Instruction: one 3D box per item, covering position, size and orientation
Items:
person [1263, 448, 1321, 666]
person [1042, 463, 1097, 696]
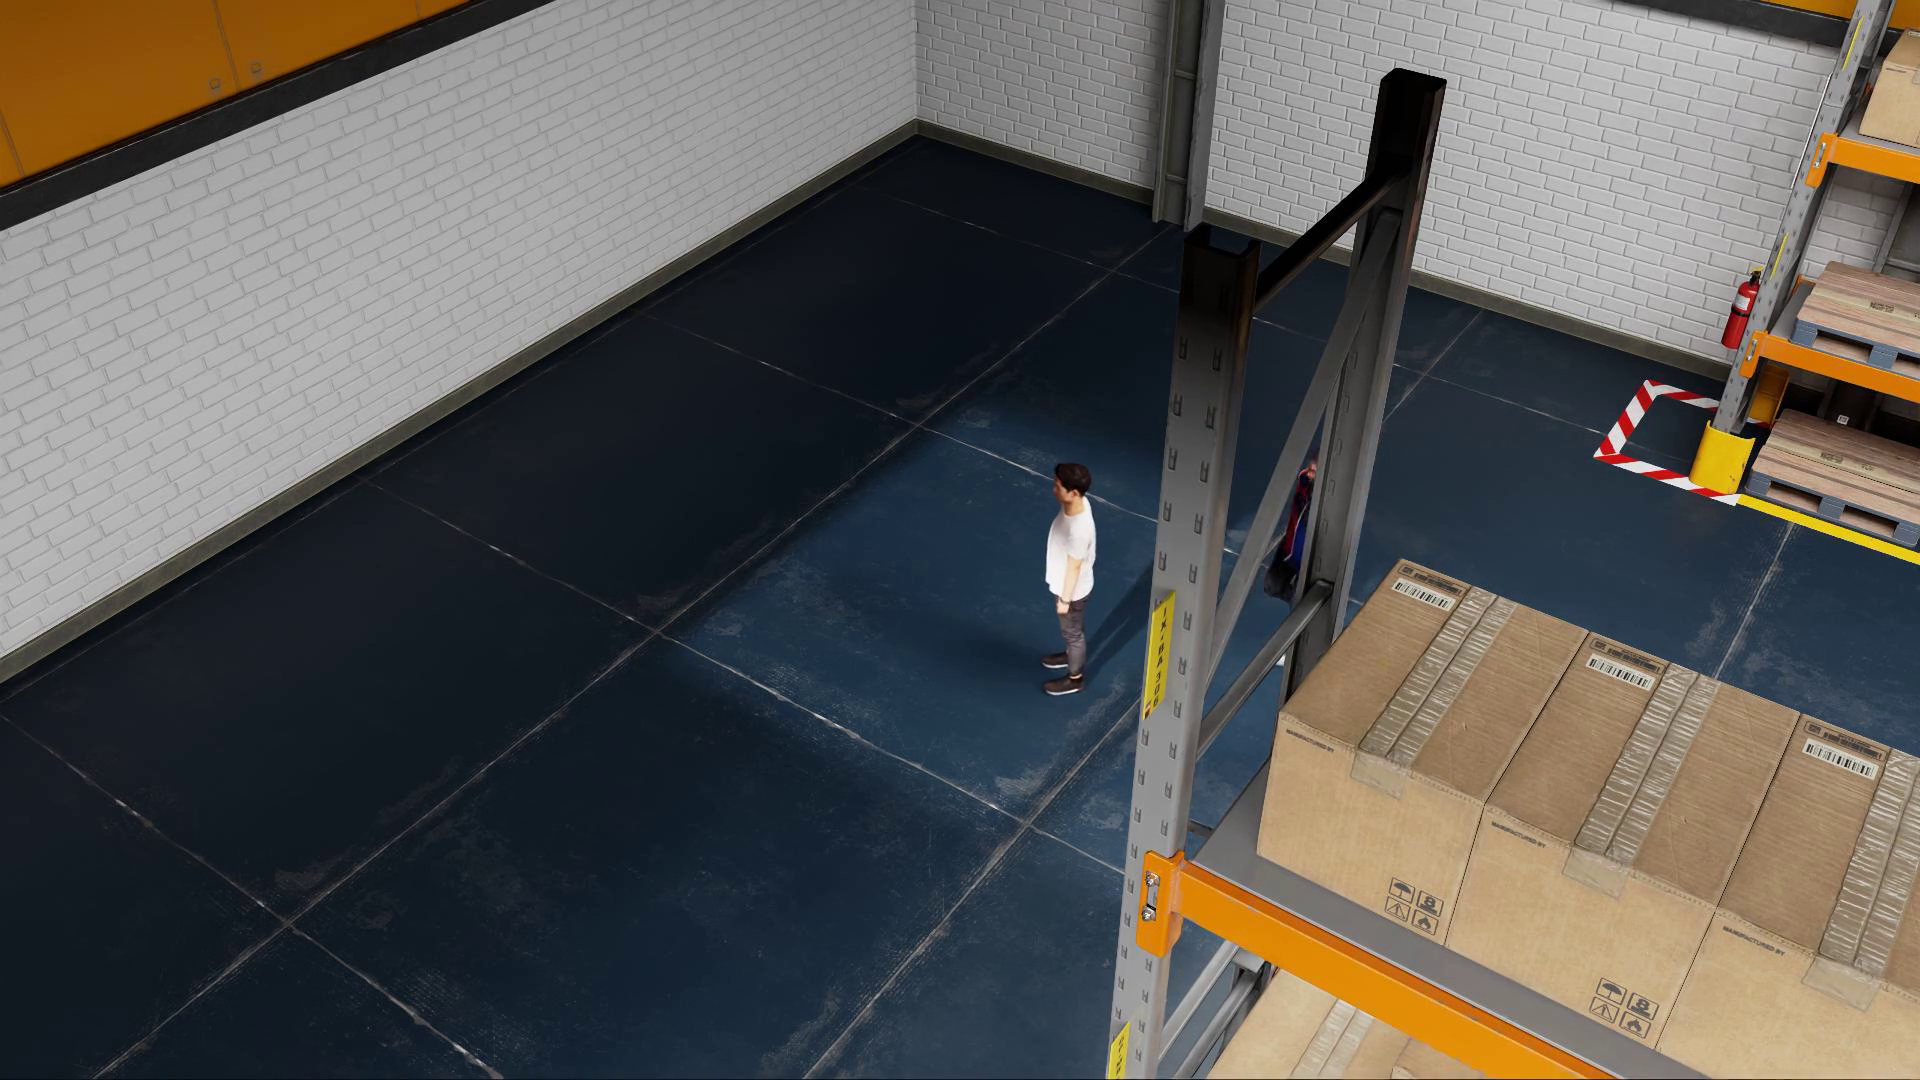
[{"bbox_3d":[2.283,0.090,10.526,0.869,1.742,0.797,-10,40,-12],"label":"person"},{"bbox_3d":[0.699,0.229,10.371,0.715,1.719,0.690,-1,39,-2],"label":"person"}]
